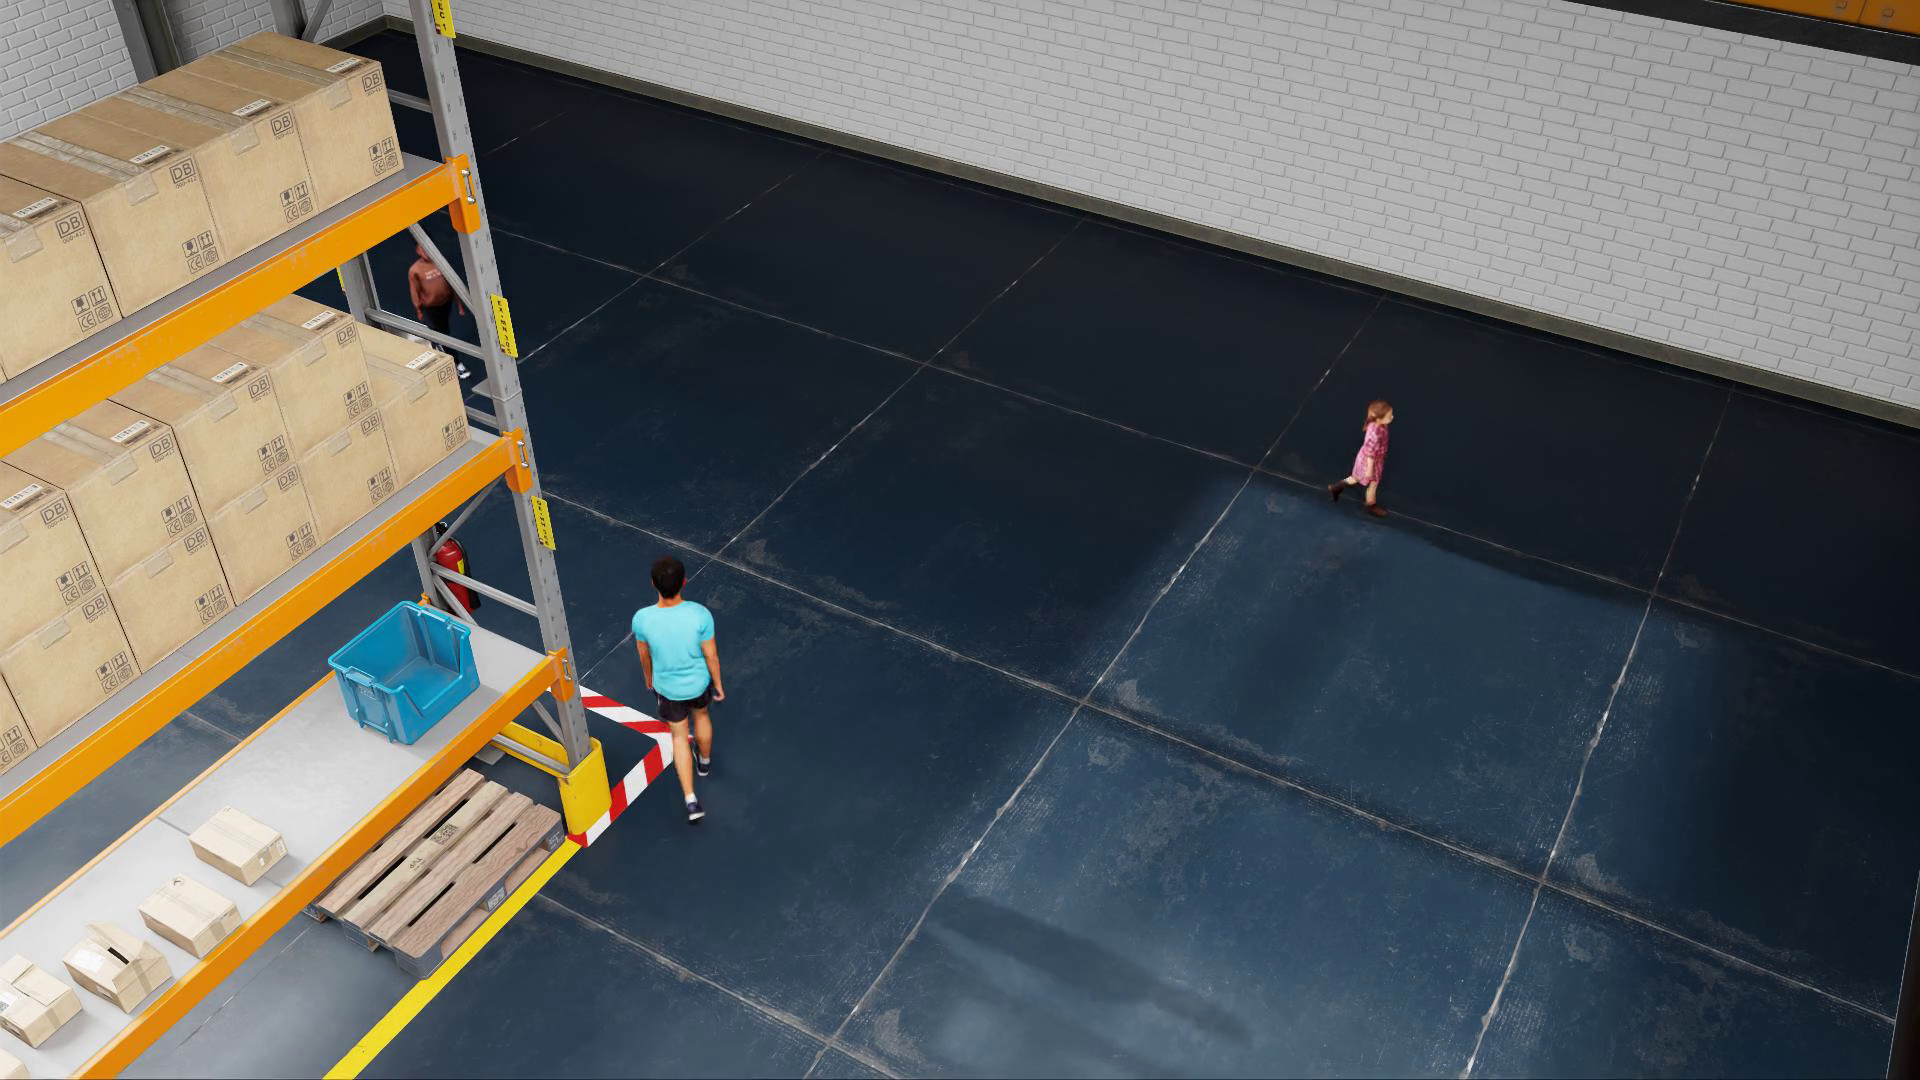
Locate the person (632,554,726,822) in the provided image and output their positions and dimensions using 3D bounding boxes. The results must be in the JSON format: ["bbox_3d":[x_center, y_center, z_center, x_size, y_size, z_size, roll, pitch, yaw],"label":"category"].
[{"bbox_3d":[-1.623,0.905,9.695,1.015,1.750,1.093,-6,39,-8],"label":"person"}]

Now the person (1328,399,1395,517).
[{"bbox_3d":[2.974,-0.614,12.190,0.628,1.010,0.672,6,39,7],"label":"person"}]

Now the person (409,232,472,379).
[{"bbox_3d":[-4.330,-1.983,13.737,0.897,1.218,0.793,-27,46,-29],"label":"person"}]
